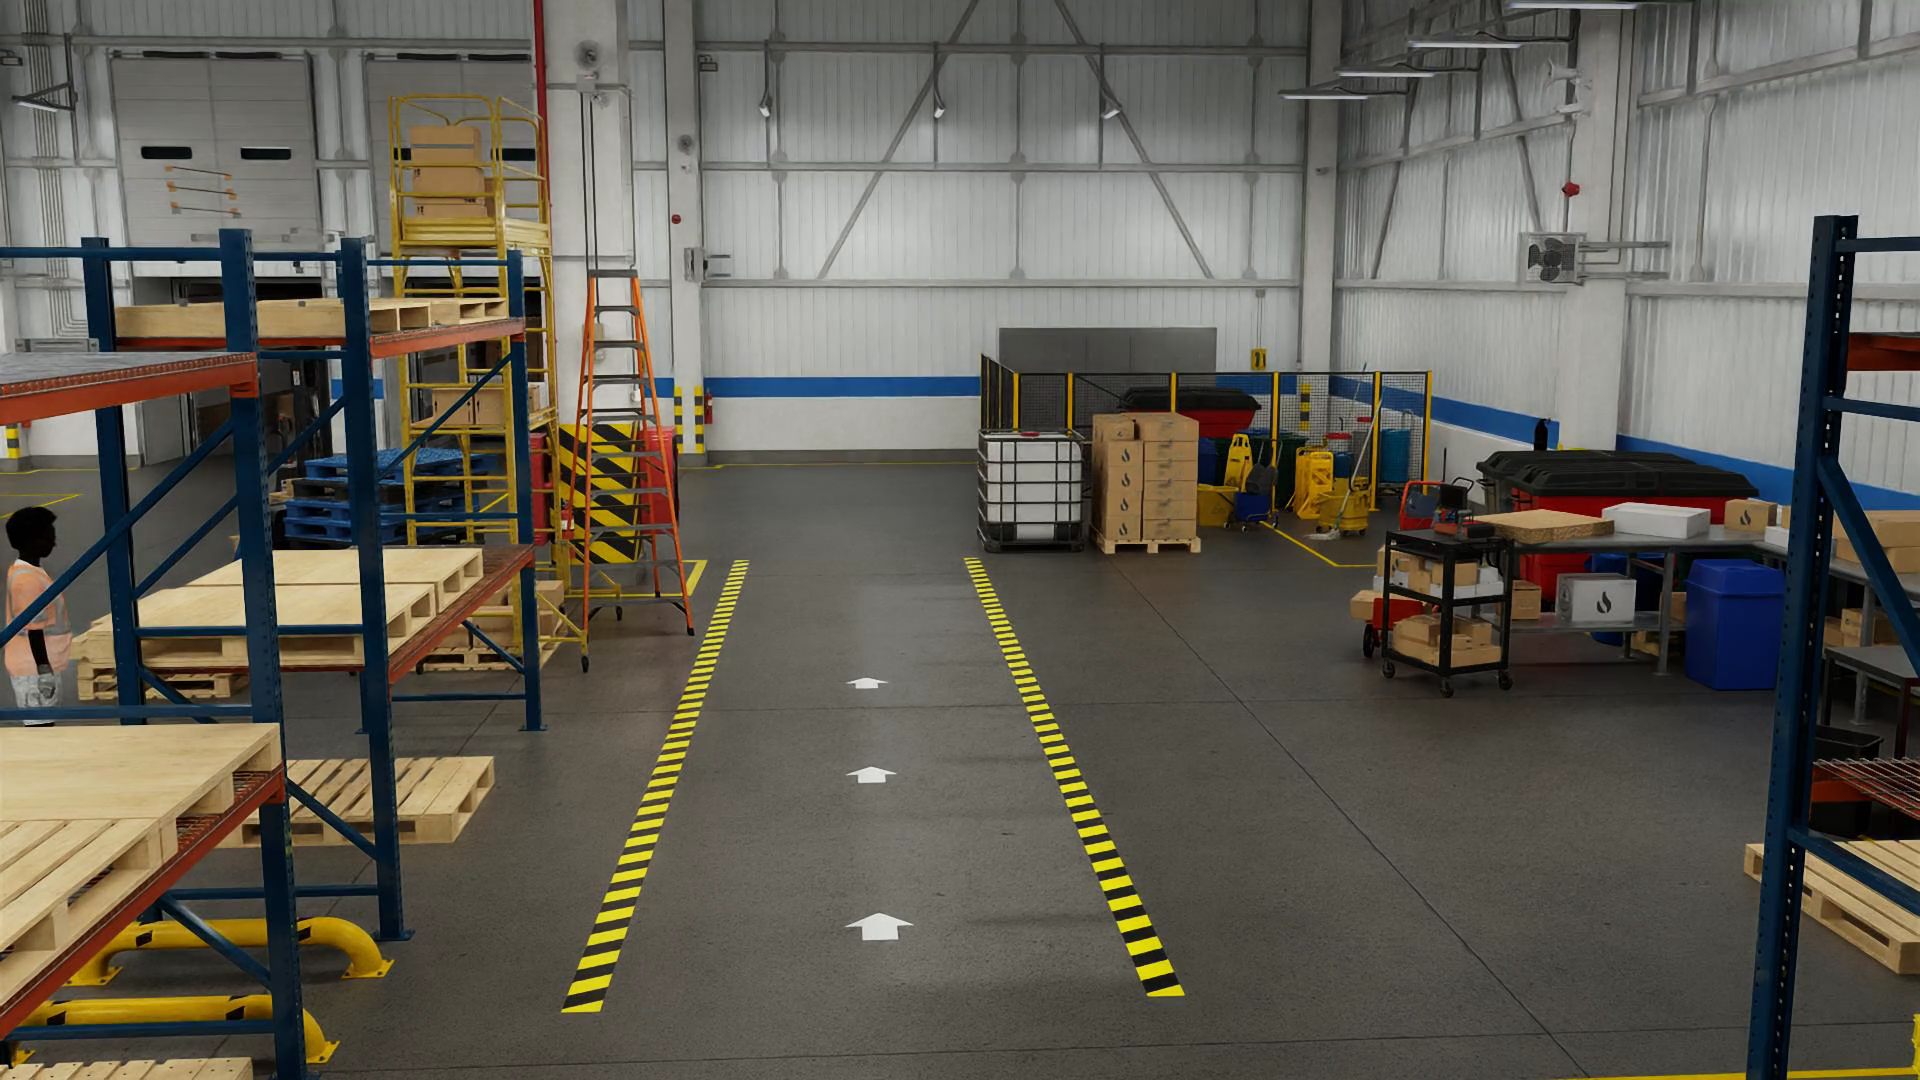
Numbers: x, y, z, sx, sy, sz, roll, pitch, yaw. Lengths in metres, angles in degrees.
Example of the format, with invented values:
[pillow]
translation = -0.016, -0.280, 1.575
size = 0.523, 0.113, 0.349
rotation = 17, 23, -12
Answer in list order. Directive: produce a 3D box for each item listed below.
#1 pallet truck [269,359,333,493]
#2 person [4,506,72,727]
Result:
[pallet truck]
translation = -7.062, -1.131, 18.996
size = 1.885, 1.965, 0.823
rotation = 2, 9, 13
[person]
translation = -4.792, 0.665, 8.663
size = 0.318, 1.695, 0.539
rotation = -6, 11, -31
